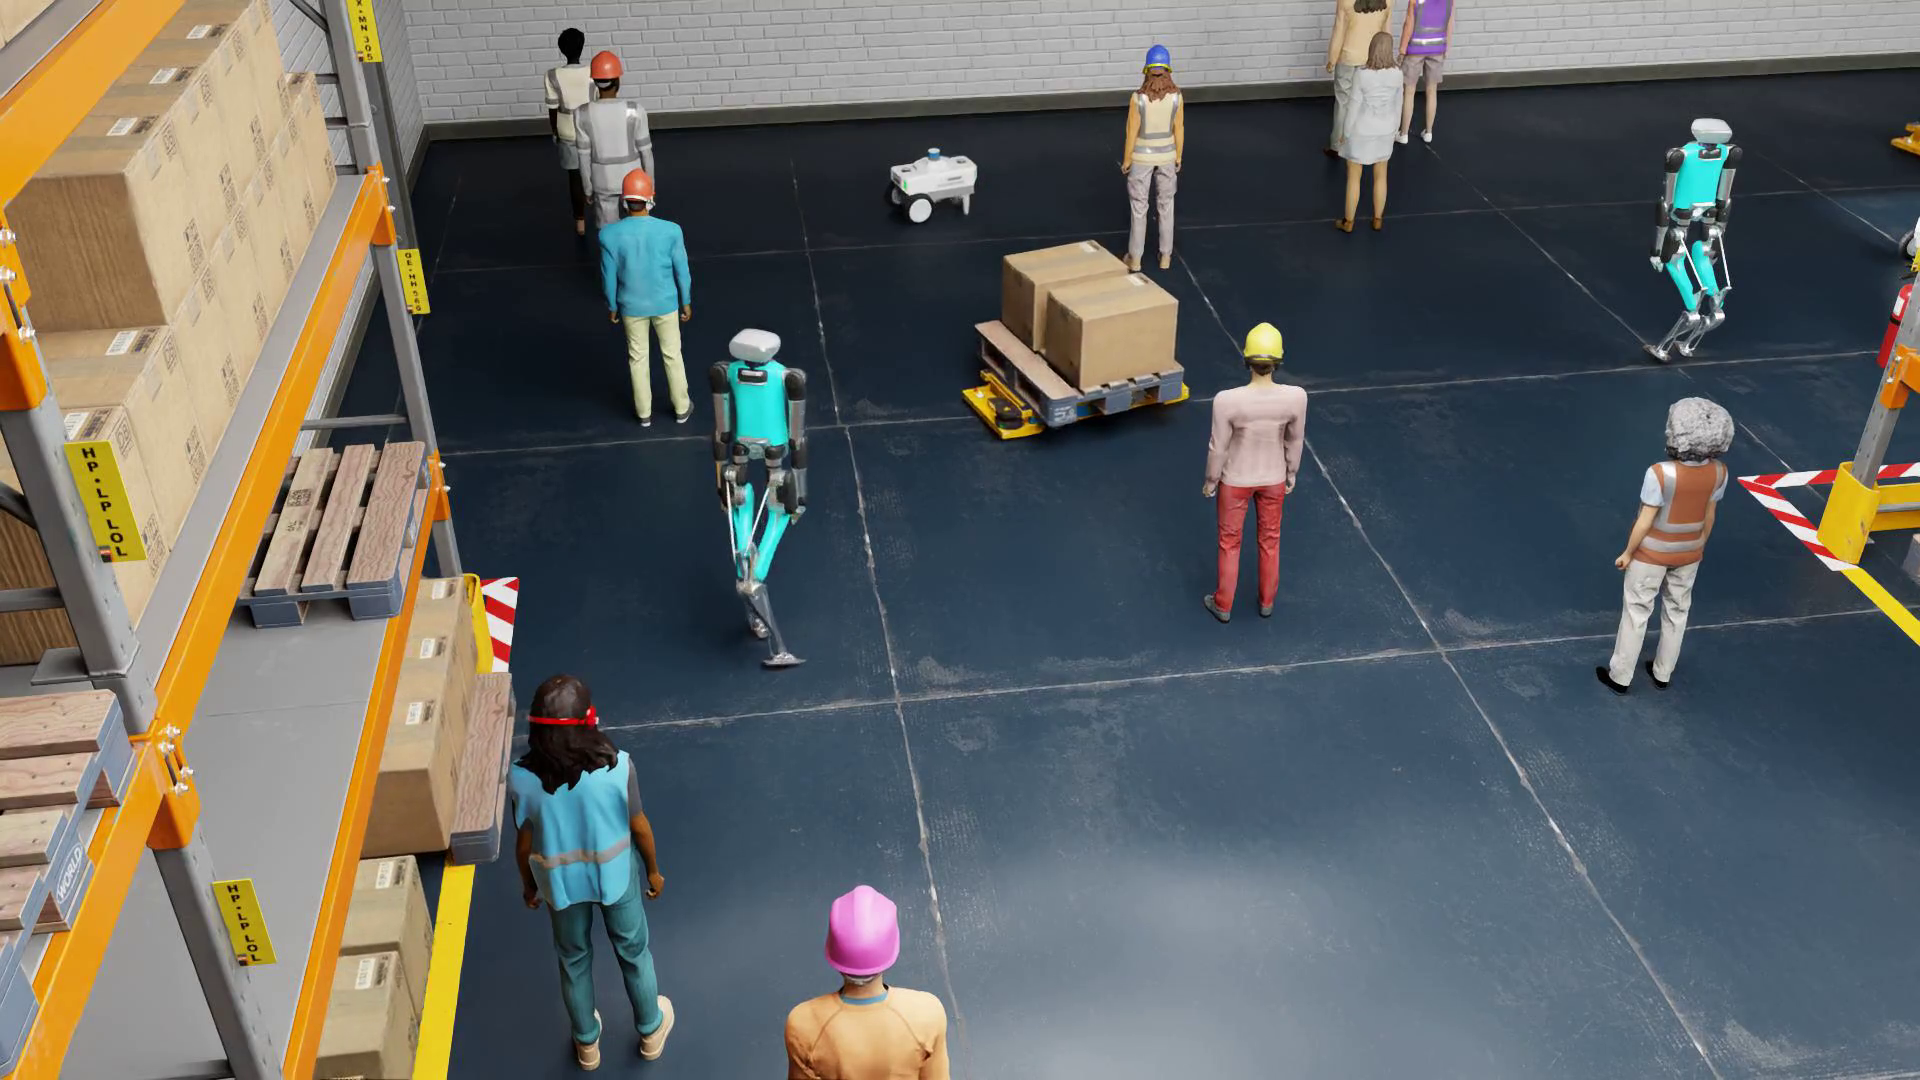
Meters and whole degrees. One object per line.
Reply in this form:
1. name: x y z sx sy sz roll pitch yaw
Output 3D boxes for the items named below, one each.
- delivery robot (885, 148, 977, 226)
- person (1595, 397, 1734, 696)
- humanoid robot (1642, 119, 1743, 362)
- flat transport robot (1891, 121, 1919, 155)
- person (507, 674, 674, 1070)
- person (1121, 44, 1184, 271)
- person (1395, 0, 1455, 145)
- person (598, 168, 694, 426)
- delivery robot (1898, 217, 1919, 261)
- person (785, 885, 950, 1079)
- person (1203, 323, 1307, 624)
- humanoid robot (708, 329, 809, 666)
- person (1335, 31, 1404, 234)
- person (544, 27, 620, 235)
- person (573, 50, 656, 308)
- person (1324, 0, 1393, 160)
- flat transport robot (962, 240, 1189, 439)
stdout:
1. delivery robot: -0.235 -3.054 14.261 0.747 0.585 0.523 -14 36 -20
2. person: 3.587 0.051 8.470 0.450 1.688 0.300 -4 33 -7
3. humanoid robot: 5.098 -1.990 11.436 0.533 1.677 0.735 -5 33 -7
4. flat transport robot: 9.566 -3.791 15.662 1.431 0.231 0.659 -14 36 -20
5. person: -1.417 1.311 6.382 0.535 1.865 0.373 -4 33 -7
6. person: 1.506 -2.987 13.048 0.475 1.775 0.323 -4 33 -7
7. person: 4.313 -4.528 15.486 0.490 1.692 0.343 -4 33 -7
8. person: -2.044 -1.582 10.917 0.569 1.749 0.341 -4 33 -7
9. delivery robot: 8.006 -2.418 13.270 0.739 0.566 0.499 -5 33 -7
10. person: -0.287 1.899 5.375 0.512 1.983 0.390 -4 33 -7
11. person: 1.575 -0.347 9.015 0.530 1.765 0.325 -4 33 -7
12. humanoid robot: -1.098 -0.138 8.721 0.588 1.769 0.880 8 34 12
13. person: 3.376 -3.354 13.715 0.493 1.659 0.338 -4 33 -7
14. person: -3.099 -3.345 13.670 0.538 1.695 0.318 -4 33 -7
15. person: -2.554 -2.678 12.433 0.549 1.933 0.371 -4 33 -7
16. person: 3.617 -4.388 15.109 0.562 1.874 0.390 -4 33 -7
17. flat transport robot: 0.797 -1.044 11.453 1.431 0.231 0.659 -14 36 -20
